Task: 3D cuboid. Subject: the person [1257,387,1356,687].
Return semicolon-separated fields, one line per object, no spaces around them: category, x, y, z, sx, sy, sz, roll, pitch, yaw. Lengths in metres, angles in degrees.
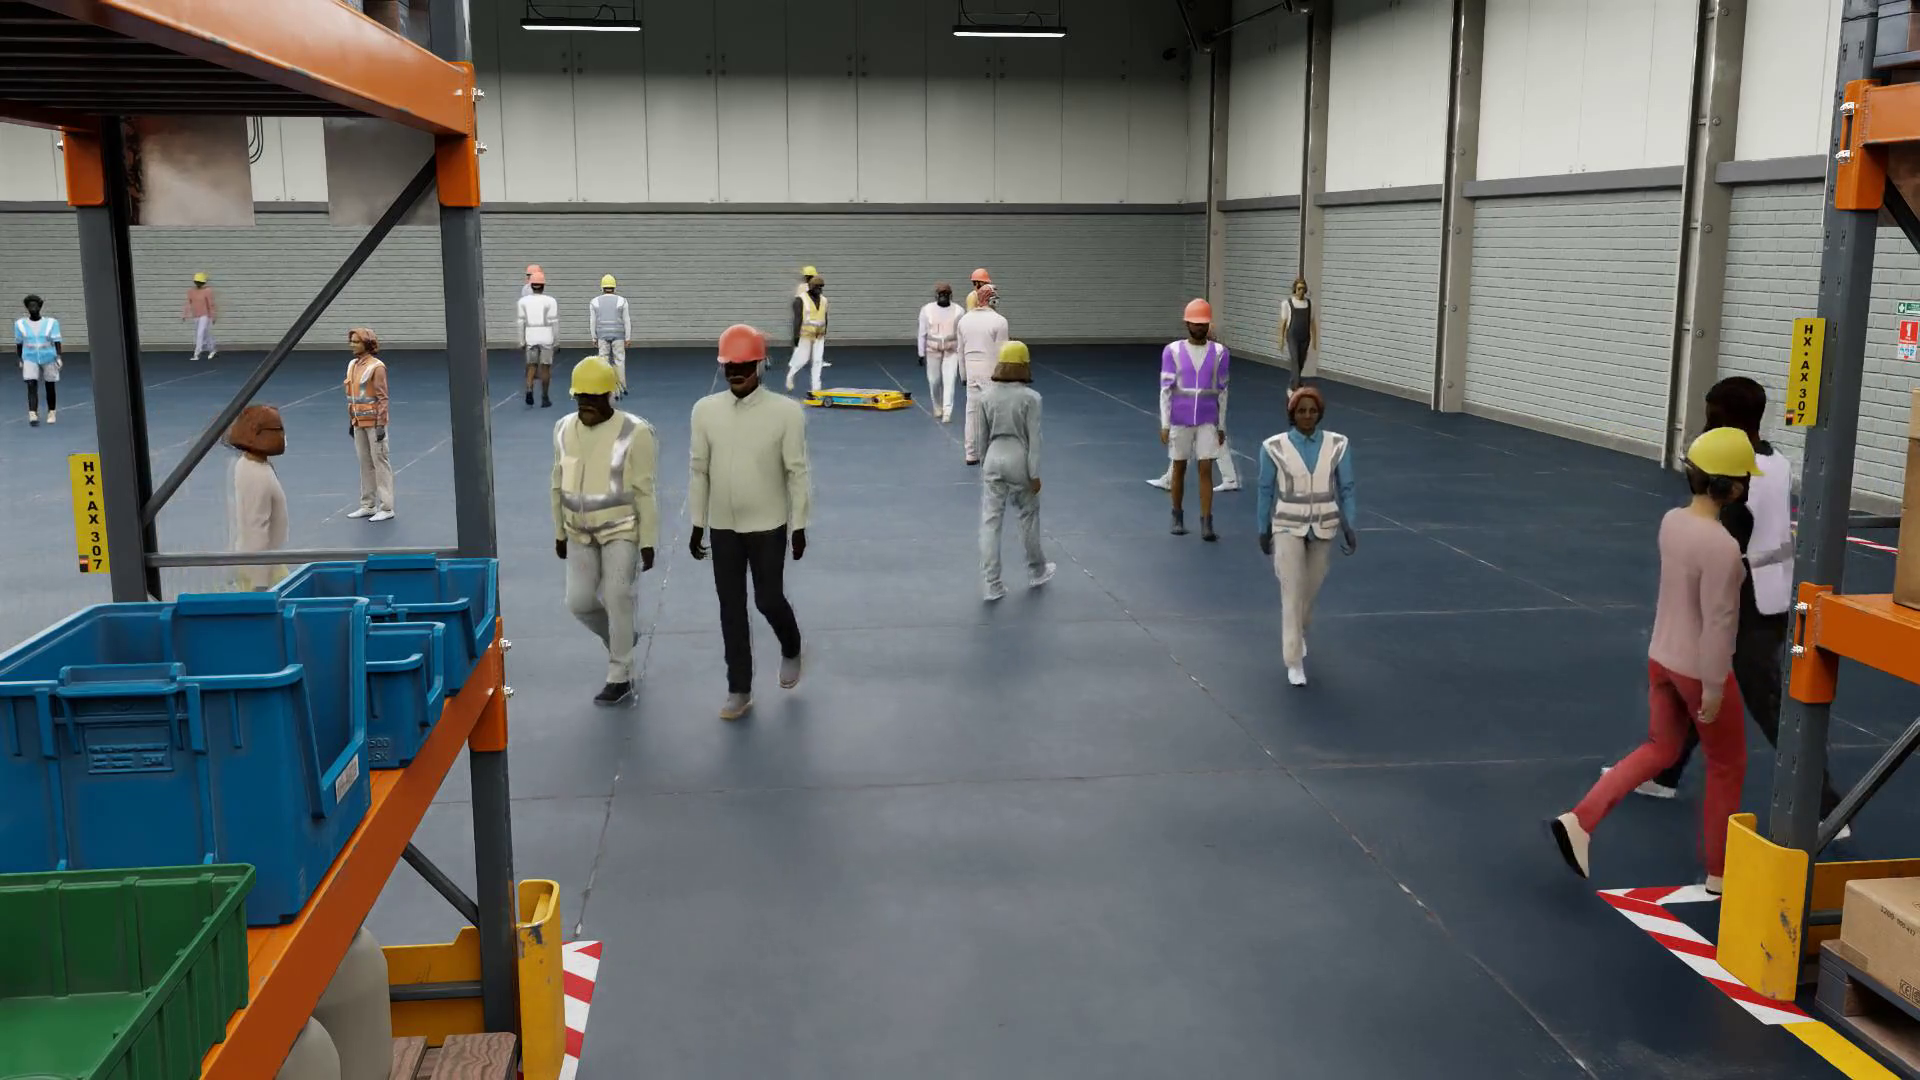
person;1.902;-0.064;9.226;0.514;1.600;0.844;-1;10;-4

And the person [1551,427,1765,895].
person;2.613;0.449;6.037;0.739;1.740;0.526;-1;10;-4

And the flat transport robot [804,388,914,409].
flat transport robot;-1.437;-2.016;23.580;1.431;0.197;0.652;5;11;26

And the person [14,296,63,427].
person;-11.714;-2.275;21.179;0.550;1.650;0.847;-5;11;-25

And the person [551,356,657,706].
person;-1.831;-0.060;8.630;0.627;1.808;0.534;3;11;18

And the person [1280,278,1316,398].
person;4.985;-2.963;24.567;0.523;1.812;0.916;-2;10;-8

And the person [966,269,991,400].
person;0.285;-3.035;24.597;0.373;1.934;0.551;3;11;15

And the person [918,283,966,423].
person;-0.228;-2.463;21.813;0.628;1.819;0.848;0;10;1

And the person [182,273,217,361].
person;-14.856;-4.386;32.612;0.543;1.712;0.921;2;11;12

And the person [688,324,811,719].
person;-1.056;-0.107;8.440;0.629;1.981;0.568;3;11;15

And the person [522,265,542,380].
person;-7.205;-3.679;28.163;0.397;1.934;0.555;-5;12;-27

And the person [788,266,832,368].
person;-2.775;-4.043;30.306;1.004;1.879;0.607;-8;13;-36

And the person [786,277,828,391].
person;-2.325;-3.106;25.360;0.675;1.807;0.727;-9;14;-41

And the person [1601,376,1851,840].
person;3.180;0.269;6.744;1.001;1.864;0.590;8;13;37

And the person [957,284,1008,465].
person;0.283;-1.721;17.479;0.644;1.907;0.399;8;13;39

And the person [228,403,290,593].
person;-3.466;0.132;8.131;0.721;1.609;0.498;-6;12;-30

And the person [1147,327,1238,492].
person;2.239;-1.237;15.676;0.876;1.584;0.533;2;10;9

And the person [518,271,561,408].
person;-5.925;-2.815;23.439;0.559;1.924;0.484;1;10;5

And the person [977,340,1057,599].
person;0.382;-0.490;11.248;0.512;1.701;0.849;5;12;26

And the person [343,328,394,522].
person;-5.026;-0.978;14.140;0.522;1.638;0.310;8;13;38

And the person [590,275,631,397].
person;-5.254;-3.069;25.052;0.600;1.836;0.404;-1;10;-4

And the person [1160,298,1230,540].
person;1.881;-0.965;13.319;0.551;1.937;0.478;0;10;2
